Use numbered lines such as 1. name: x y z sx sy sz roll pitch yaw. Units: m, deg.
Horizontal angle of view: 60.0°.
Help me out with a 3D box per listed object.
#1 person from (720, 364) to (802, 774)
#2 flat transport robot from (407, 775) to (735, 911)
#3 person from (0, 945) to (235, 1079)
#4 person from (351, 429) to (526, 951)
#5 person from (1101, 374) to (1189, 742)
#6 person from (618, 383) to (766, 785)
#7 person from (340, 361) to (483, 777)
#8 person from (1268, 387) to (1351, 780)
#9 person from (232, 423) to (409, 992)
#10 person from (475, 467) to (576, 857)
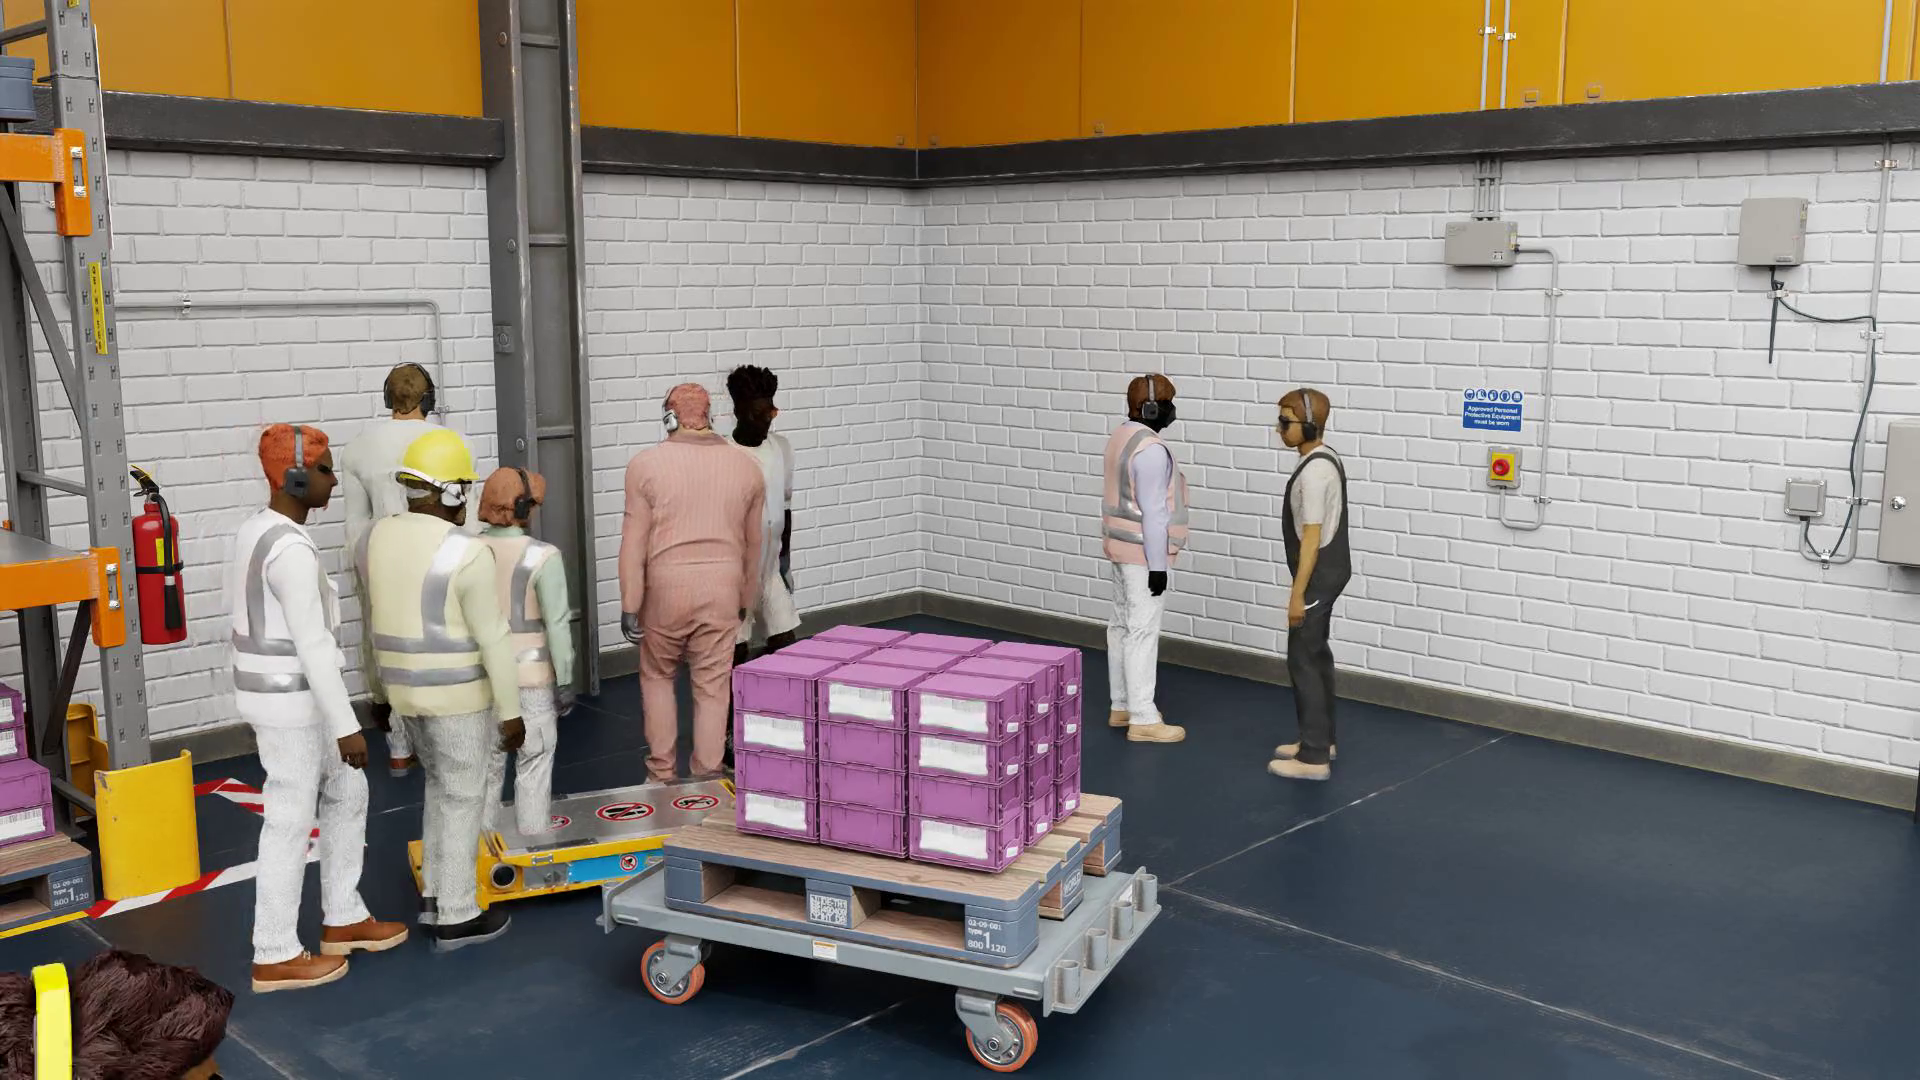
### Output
1. person: -0.996 0.140 7.766 0.522 1.931 0.671 8 12 39
2. flat transport robot: -1.392 1.172 6.540 1.431 0.197 0.652 -4 10 -24
3. person: -0.705 1.224 1.364 0.416 1.852 0.565 -6 11 -34
4. person: -1.775 0.522 5.785 0.629 1.815 0.465 5 10 27
5. person: 0.935 0.084 8.408 0.430 1.844 0.624 -2 9 -10
6. person: -1.181 0.256 7.270 0.673 1.866 0.607 -4 10 -26
7. person: -2.526 0.144 7.743 0.629 1.940 0.379 0 9 1
8. person: 1.634 0.202 7.736 0.352 1.831 0.526 3 10 19
9. person: -2.080 0.545 5.490 0.659 1.866 0.596 -5 11 -29
10. person: -1.697 0.533 6.314 0.541 1.627 0.325 5 10 26
